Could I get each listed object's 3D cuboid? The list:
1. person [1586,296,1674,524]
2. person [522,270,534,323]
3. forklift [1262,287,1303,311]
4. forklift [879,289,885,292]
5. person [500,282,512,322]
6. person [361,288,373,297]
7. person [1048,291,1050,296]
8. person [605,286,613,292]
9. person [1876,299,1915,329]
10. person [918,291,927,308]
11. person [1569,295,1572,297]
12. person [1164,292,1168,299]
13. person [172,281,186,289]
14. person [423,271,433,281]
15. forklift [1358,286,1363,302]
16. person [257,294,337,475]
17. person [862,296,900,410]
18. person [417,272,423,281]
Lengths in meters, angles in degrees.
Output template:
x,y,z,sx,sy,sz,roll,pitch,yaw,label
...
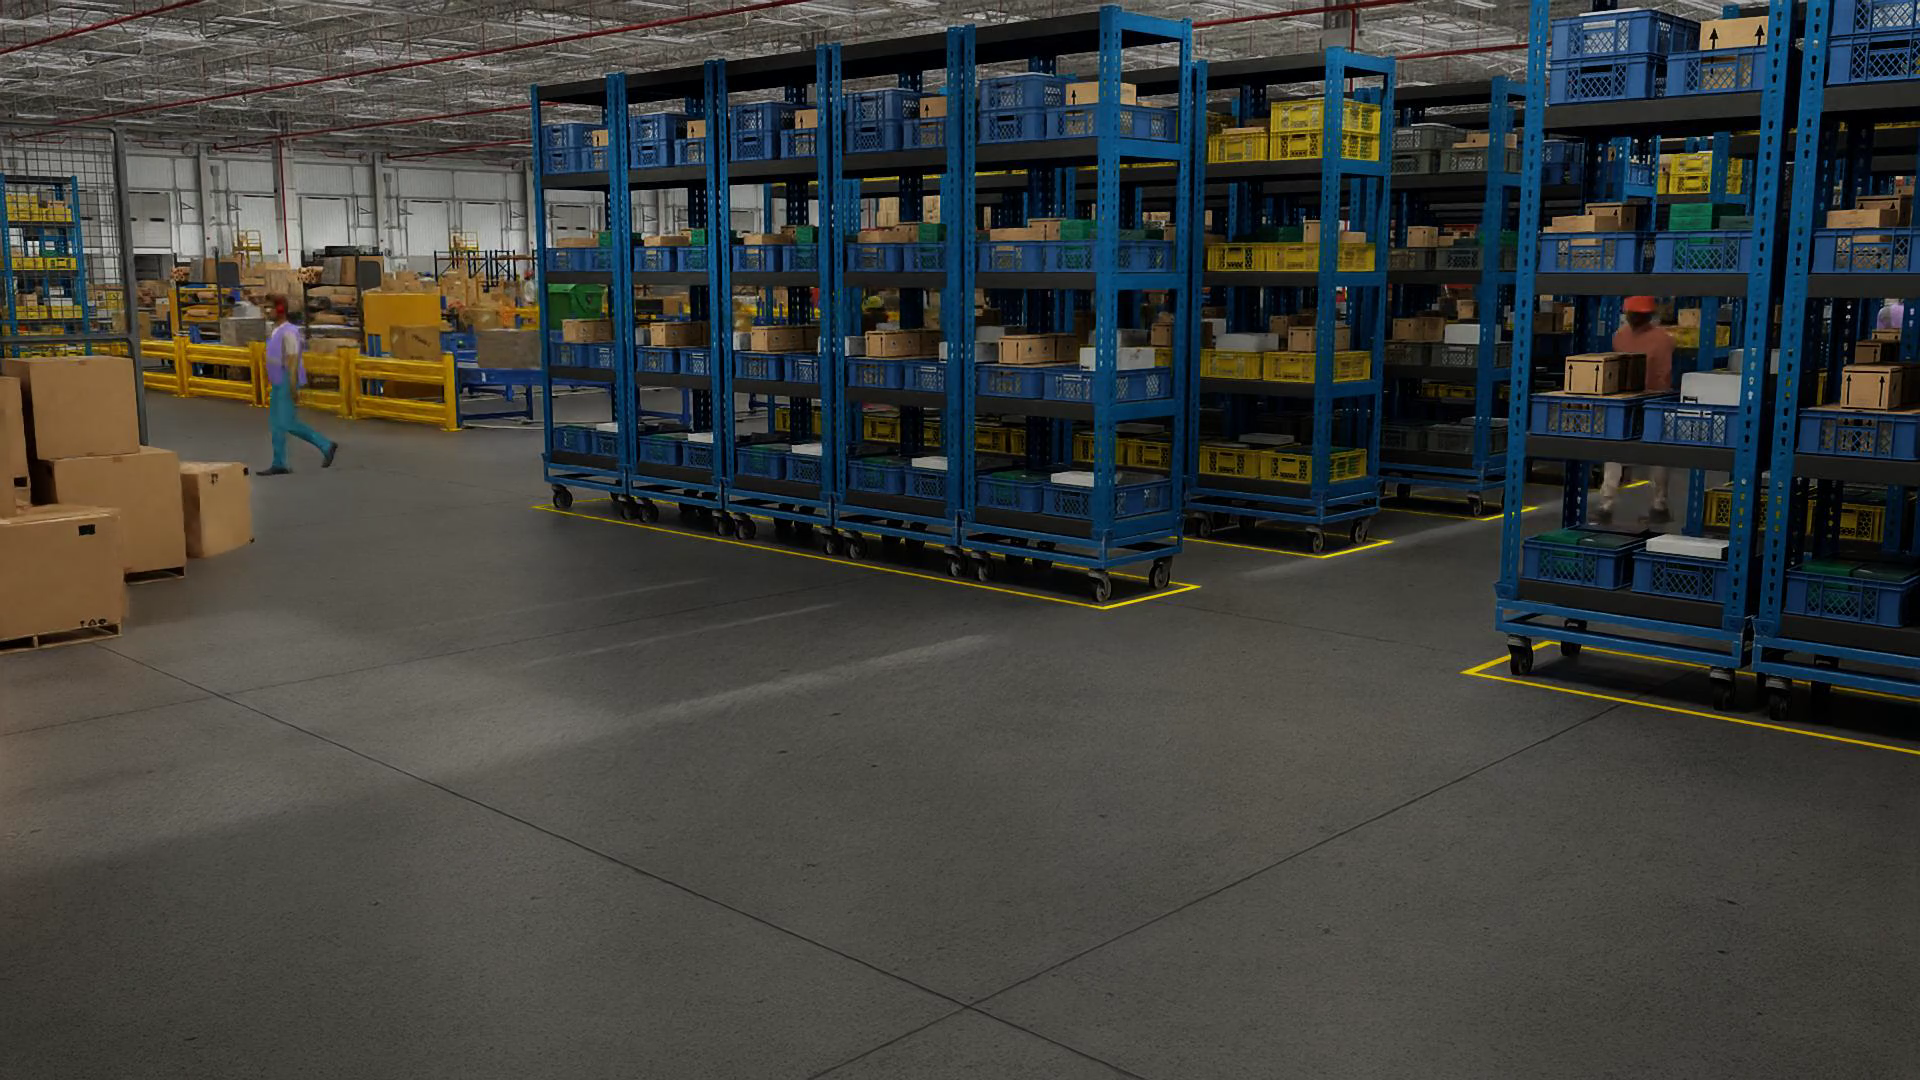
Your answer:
x,y,z,sx,sy,sz,roll,pitch,yaw,label
5.412,-1.065,13.327,0.959,1.935,0.633,-5,11,-30,person
-15.352,-8.620,59.416,0.584,2.022,0.620,-5,11,-29,person
10.769,-8.203,54.240,1.129,2.768,1.873,8,12,42,forklift
-3.254,-11.266,73.021,1.873,2.768,1.129,9,13,43,forklift
-16.035,-8.247,58.373,0.507,1.607,0.681,8,12,42,person
-19.256,-7.725,54.011,0.611,1.996,0.379,3,10,21,person
3.002,-7.933,56.128,0.470,1.737,0.680,1,9,9,person
-13.438,-9.211,64.034,0.321,1.697,0.529,-9,13,-43,person
10.187,-1.861,17.940,0.609,2.035,0.403,8,12,41,person
-1.031,-5.626,41.703,0.403,1.816,0.606,-4,10,-23,person
12.618,-4.385,34.082,0.424,1.818,0.591,-9,13,-44,person
6.401,-6.937,49.538,0.862,1.870,0.665,9,13,43,person
-36.341,-11.473,77.458,0.580,1.848,0.917,-3,10,-17,person
-27.448,-12.901,85.905,0.615,1.942,0.407,3,10,18,person
11.100,-7.017,46.970,1.873,2.768,1.129,9,13,43,forklift
-6.736,-1.562,16.751,0.690,1.827,0.566,-6,11,-35,person
-1.072,-2.380,22.092,0.924,1.720,0.537,-5,11,-30,person
-28.737,-13.288,88.411,0.646,1.892,1.023,9,13,43,person
